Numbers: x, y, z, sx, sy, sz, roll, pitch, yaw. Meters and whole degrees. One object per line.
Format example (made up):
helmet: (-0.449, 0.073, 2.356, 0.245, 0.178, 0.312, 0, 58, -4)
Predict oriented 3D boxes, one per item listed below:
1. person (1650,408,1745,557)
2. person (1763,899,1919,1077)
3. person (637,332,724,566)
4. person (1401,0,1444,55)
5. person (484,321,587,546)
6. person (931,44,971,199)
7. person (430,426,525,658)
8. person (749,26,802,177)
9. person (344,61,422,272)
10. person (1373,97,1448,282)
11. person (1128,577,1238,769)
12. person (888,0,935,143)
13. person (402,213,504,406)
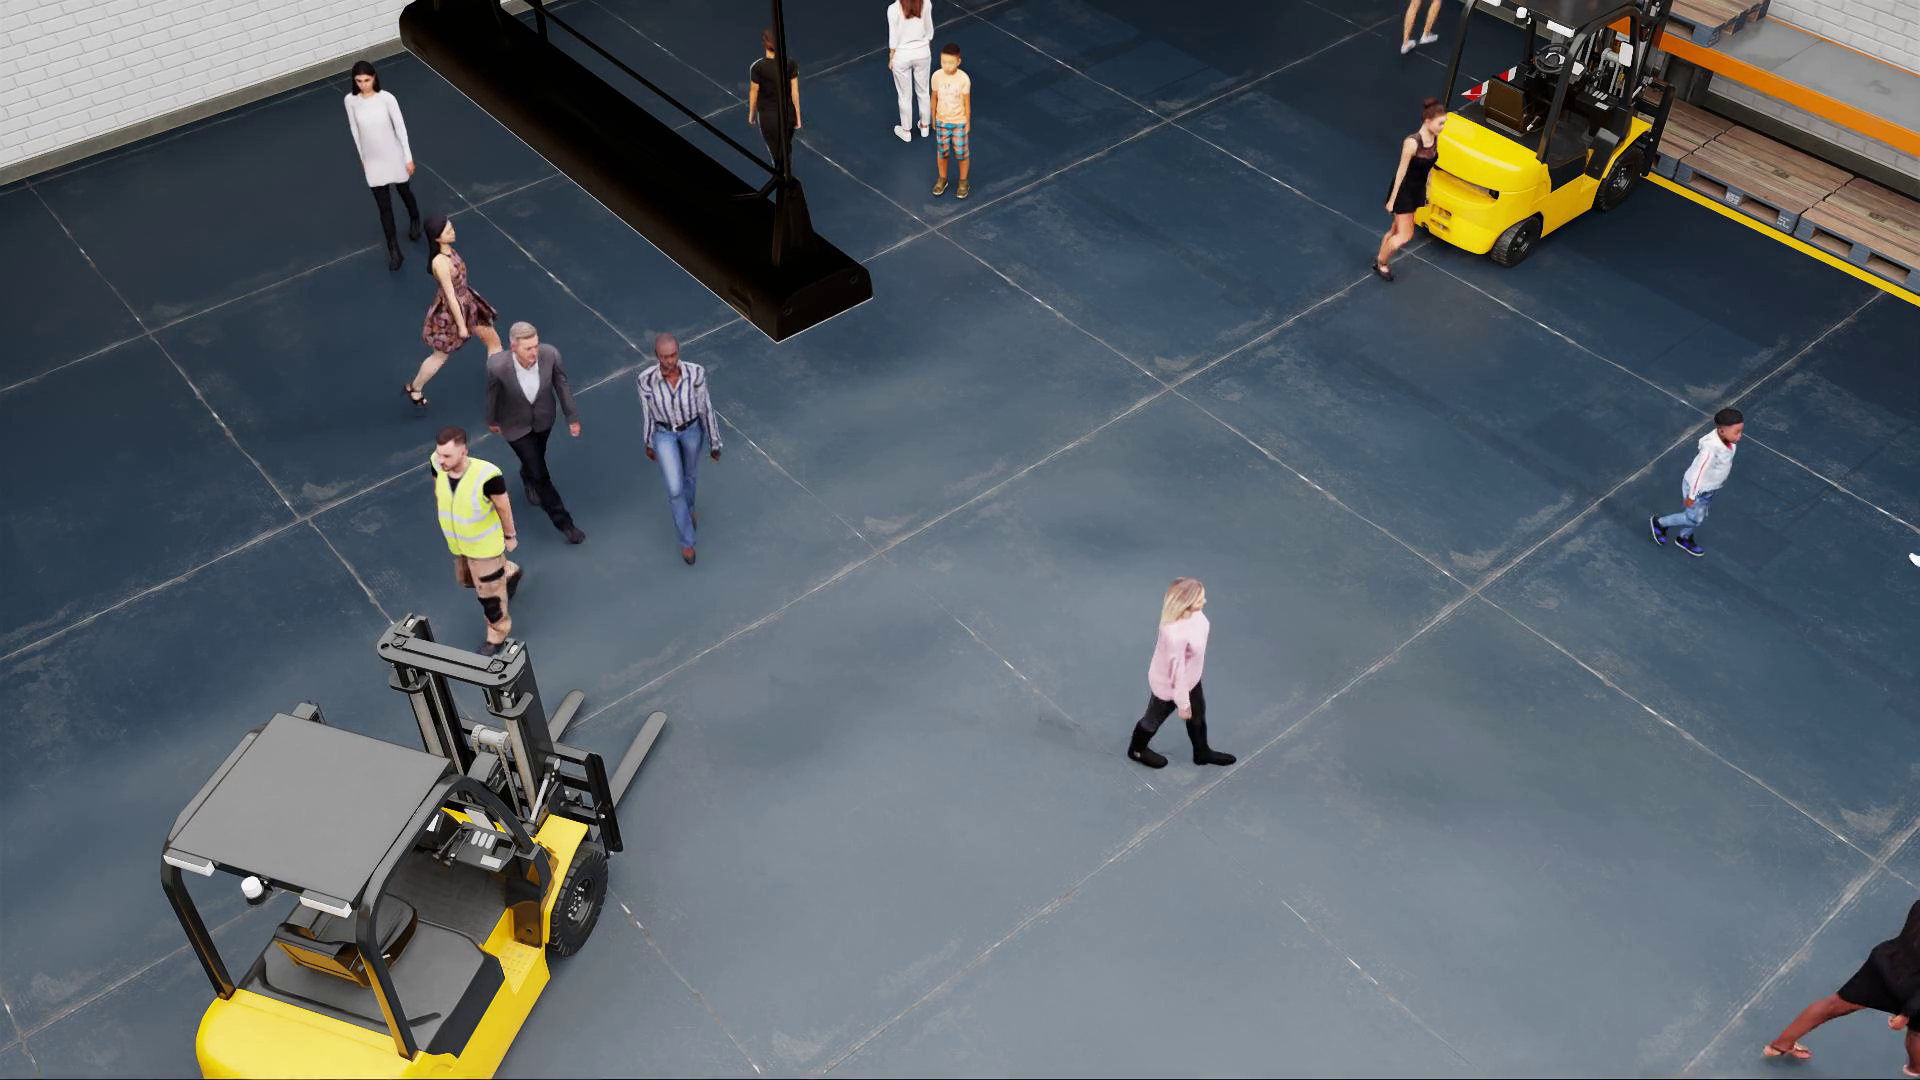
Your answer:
person: (5.146, -0.440, 11.608, 0.486, 1.253, 0.623, -32, 52, -29)
person: (4.701, 2.256, 8.478, 1.196, 1.666, 1.185, 1, 44, 1)
person: (-1.973, -0.755, 11.563, 0.848, 1.772, 1.000, -14, 45, -15)
person: (4.709, -5.752, 16.851, 0.706, 1.712, 0.717, 32, 52, 29)
person: (-3.071, -0.855, 11.670, 0.738, 1.768, 1.192, -24, 49, -23)
person: (-0.069, -3.787, 14.972, 0.576, 1.459, 0.651, 8, 44, 8)
person: (-3.108, -0.076, 10.808, 1.020, 1.829, 1.003, 16, 46, 16)
person: (-1.601, -3.698, 14.755, 0.849, 1.628, 1.179, -15, 46, -15)
person: (-4.872, -3.289, 14.216, 0.968, 1.780, 1.098, -3, 44, -3)
person: (3.698, -2.957, 13.954, 0.597, 1.661, 0.565, -29, 51, -27)
person: (1.200, 0.808, 10.001, 1.020, 1.662, 0.886, 14, 45, 14)
person: (-0.455, -4.554, 15.611, 0.657, 1.688, 0.634, -16, 46, -16)
person: (-3.884, -1.657, 12.538, 1.051, 1.731, 1.200, -8, 44, -8)
